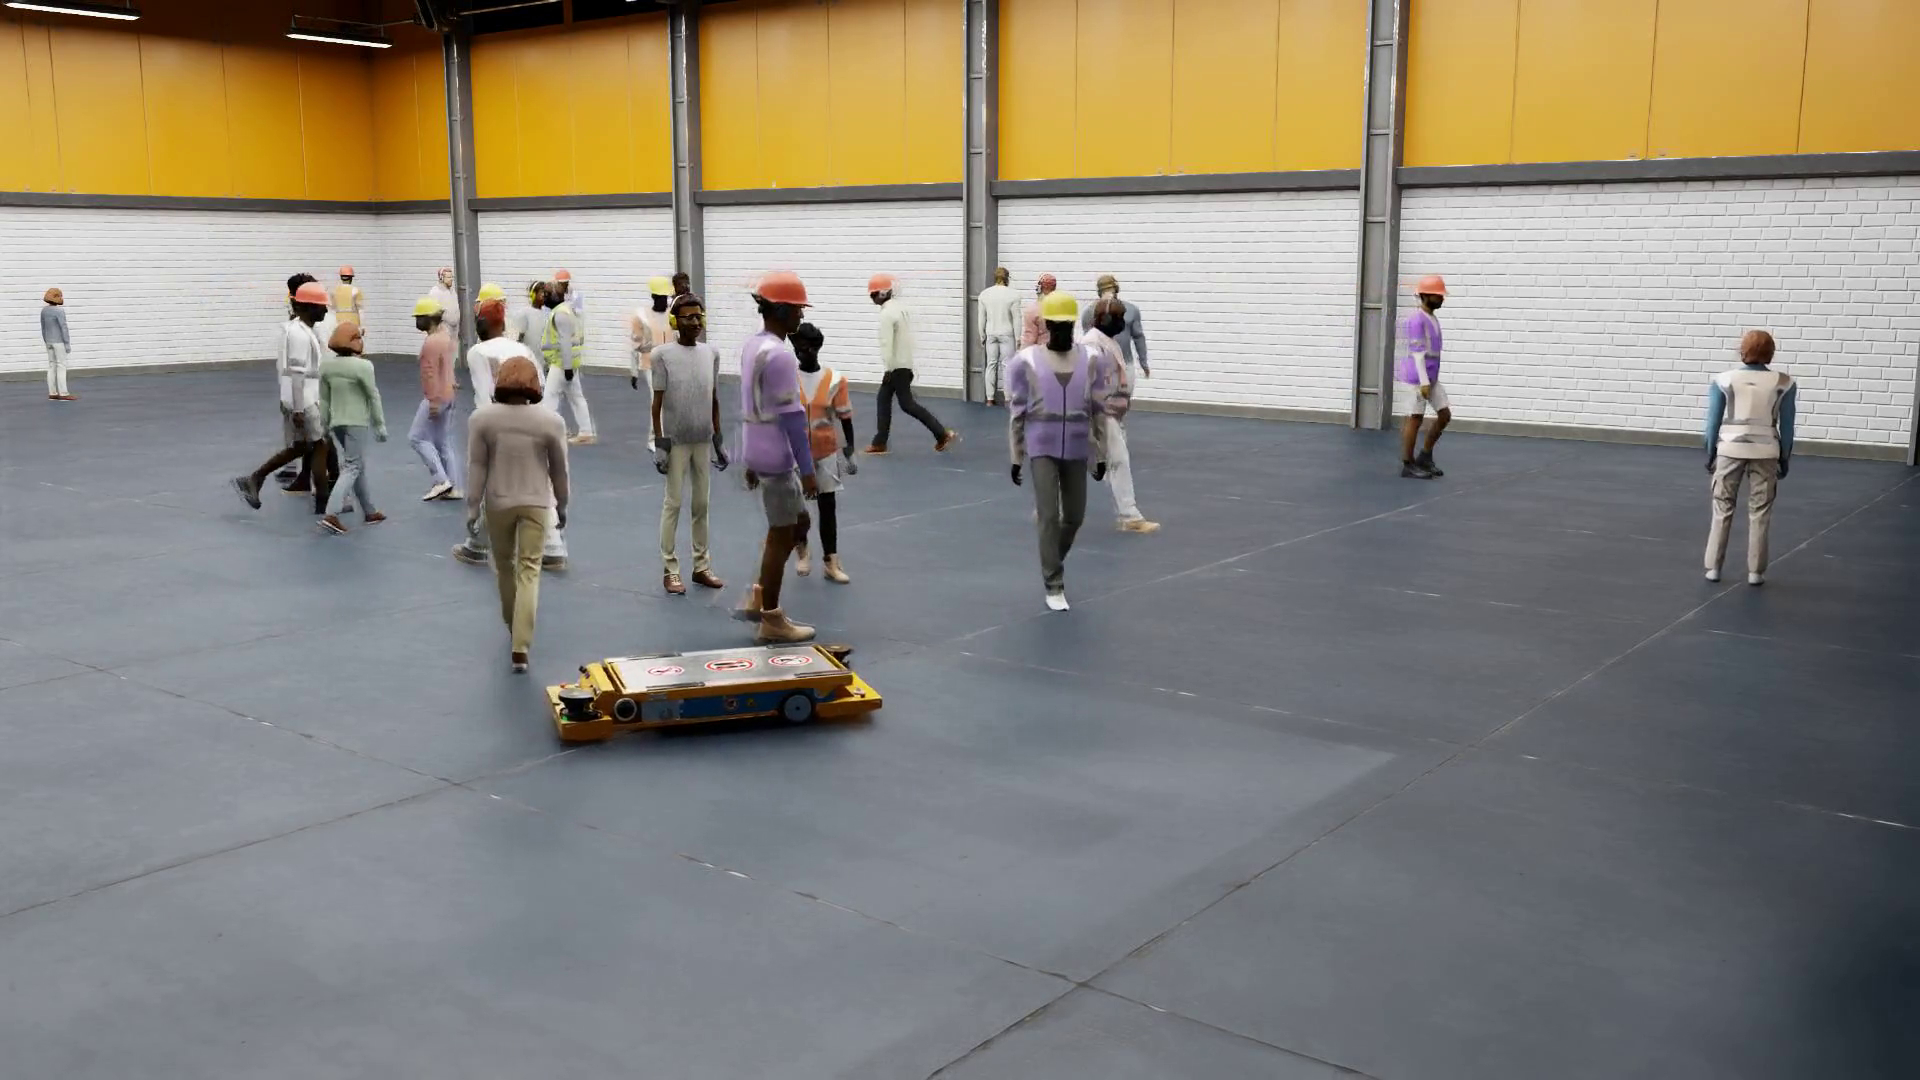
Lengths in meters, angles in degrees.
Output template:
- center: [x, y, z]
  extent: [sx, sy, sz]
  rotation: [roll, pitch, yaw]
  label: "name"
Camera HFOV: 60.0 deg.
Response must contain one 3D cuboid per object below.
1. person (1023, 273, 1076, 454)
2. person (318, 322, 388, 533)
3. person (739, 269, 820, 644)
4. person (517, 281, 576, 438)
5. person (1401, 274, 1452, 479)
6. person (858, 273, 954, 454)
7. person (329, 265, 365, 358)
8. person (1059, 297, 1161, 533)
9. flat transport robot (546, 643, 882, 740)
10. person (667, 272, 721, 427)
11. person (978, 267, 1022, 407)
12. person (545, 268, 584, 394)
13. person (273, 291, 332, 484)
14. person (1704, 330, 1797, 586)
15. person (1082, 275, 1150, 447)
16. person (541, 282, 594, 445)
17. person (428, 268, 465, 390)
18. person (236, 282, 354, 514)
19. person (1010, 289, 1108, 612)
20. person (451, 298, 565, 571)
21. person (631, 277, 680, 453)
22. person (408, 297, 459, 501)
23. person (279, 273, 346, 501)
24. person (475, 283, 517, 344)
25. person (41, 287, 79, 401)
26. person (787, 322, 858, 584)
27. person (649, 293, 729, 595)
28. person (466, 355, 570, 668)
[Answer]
- center: [0.901, -1.842, 17.513]
  extent: [0.639, 1.911, 0.406]
  rotation: [-6, 12, -33]
  label: "person"
- center: [-4.701, -0.869, 12.753]
  extent: [0.504, 1.597, 0.819]
  rotation: [4, 11, 24]
  label: "person"
- center: [-0.963, -0.434, 8.965]
  extent: [0.414, 2.025, 0.624]
  rotation: [-3, 10, -17]
  label: "person"
- center: [-4.878, -2.066, 19.142]
  extent: [1.019, 1.812, 0.530]
  rotation: [4, 11, 23]
  label: "person"
- center: [4.385, -1.512, 15.566]
  extent: [0.513, 1.919, 0.553]
  rotation: [8, 13, 40]
  label: "person"
- center: [-0.561, -1.832, 17.441]
  extent: [0.971, 1.934, 0.624]
  rotation: [1, 10, 5]
  label: "person"
- center: [-10.063, -3.547, 27.385]
  extent: [0.541, 1.932, 0.382]
  rotation: [0, 10, -2]
  label: "person"
- center: [1.042, -0.958, 12.734]
  extent: [0.962, 1.794, 0.633]
  rotation: [2, 10, 13]
  label: "person"
- center: [-1.133, 0.675, 7.622]
  extent: [1.431, 0.197, 0.652]
  rotation: [-3, 10, -19]
  label: "flat transport robot"
- center: [-3.275, -2.256, 20.004]
  extent: [0.879, 1.883, 0.606]
  rotation: [5, 11, 29]
  label: "person"
- center: [0.558, -2.812, 23.082]
  extent: [0.630, 1.935, 0.366]
  rotation: [4, 11, 23]
  label: "person"
- center: [-5.923, -3.100, 24.857]
  extent: [0.633, 1.904, 0.540]
  rotation: [-1, 10, -8]
  label: "person"
- center: [-6.069, -1.408, 15.280]
  extent: [0.743, 1.803, 0.616]
  rotation: [7, 12, 35]
  label: "person"
- center: [5.042, -0.521, 10.646]
  extent: [0.516, 1.626, 0.325]
  rotation: [5, 11, 27]
  label: "person"
- center: [1.626, -1.838, 17.533]
  extent: [0.701, 1.898, 0.679]
  rotation: [-3, 10, -15]
  label: "person"
- center: [-4.484, -1.925, 18.308]
  extent: [0.904, 1.798, 0.652]
  rotation: [-2, 10, -11]
  label: "person"
- center: [-7.973, -3.272, 25.873]
  extent: [0.401, 1.903, 0.644]
  rotation: [2, 10, 12]
  label: "person"
- center: [-5.429, -1.132, 13.441]
  extent: [0.823, 1.905, 0.547]
  rotation: [-3, 10, -19]
  label: "person"
- center: [0.583, -0.564, 10.087]
  extent: [0.597, 1.909, 0.754]
  rotation: [-2, 10, -11]
  label: "person"
- center: [-3.036, -0.703, 11.178]
  extent: [0.953, 1.817, 0.599]
  rotation: [6, 12, 32]
  label: "person"
- center: [-3.111, -1.803, 17.383]
  extent: [0.606, 1.873, 0.985]
  rotation: [-7, 12, -34]
  label: "person"
- center: [-4.498, -1.186, 14.157]
  extent: [0.426, 1.746, 0.548]
  rotation: [-1, 10, -6]
  label: "person"
- center: [-5.644, -1.294, 14.212]
  extent: [0.797, 1.939, 0.630]
  rotation: [1, 10, 5]
  label: "person"
- center: [-4.467, -1.549, 16.030]
  extent: [0.403, 1.830, 0.601]
  rotation: [1, 10, 4]
  label: "person"
- center: [-13.043, -2.824, 24.029]
  extent: [0.507, 1.631, 0.266]
  rotation: [5, 11, 27]
  label: "person"
- center: [-0.949, -0.553, 10.642]
  extent: [0.595, 1.682, 0.338]
  rotation: [-2, 10, -14]
  label: "person"
- center: [-1.686, -0.604, 10.417]
  extent: [0.516, 1.873, 0.329]
  rotation: [-8, 13, -40]
  label: "person"
- center: [-2.297, -0.166, 8.684]
  extent: [0.514, 1.577, 0.882]
  rotation: [-1, 10, -8]
  label: "person"
